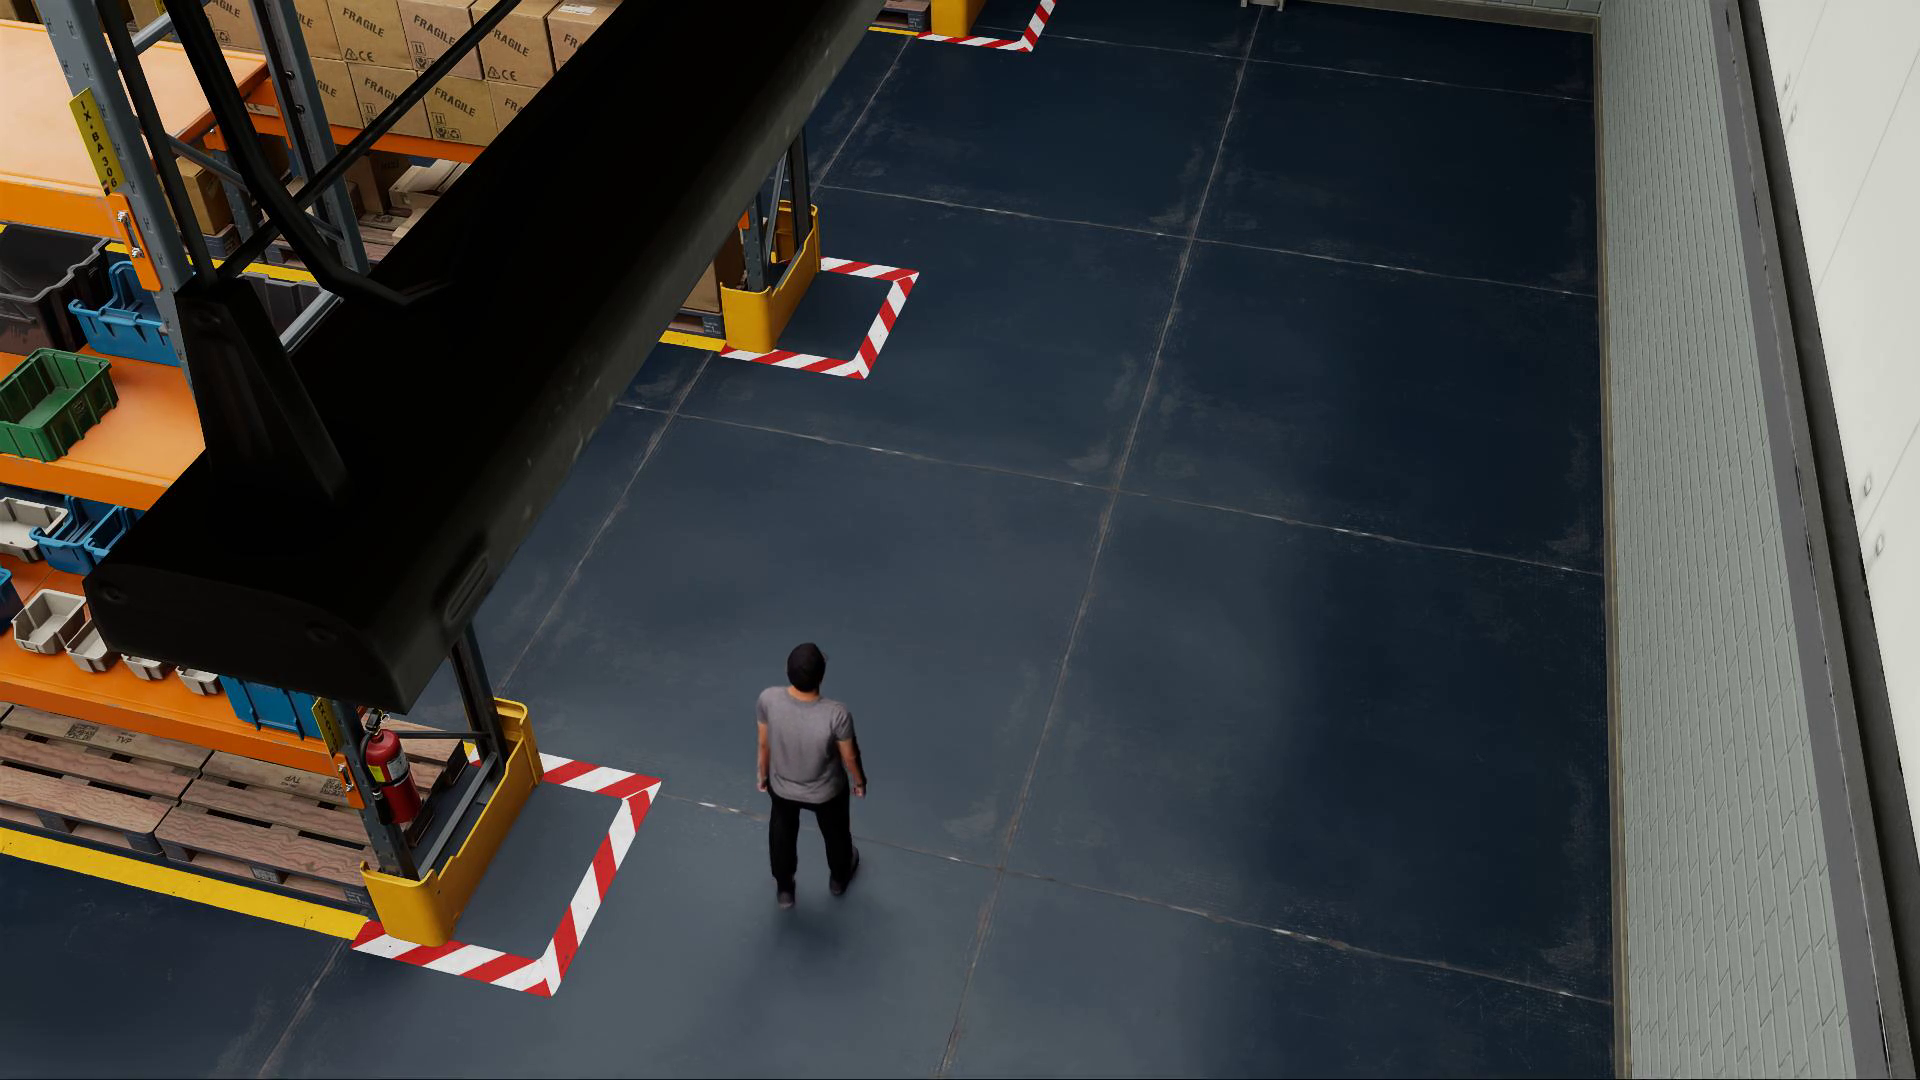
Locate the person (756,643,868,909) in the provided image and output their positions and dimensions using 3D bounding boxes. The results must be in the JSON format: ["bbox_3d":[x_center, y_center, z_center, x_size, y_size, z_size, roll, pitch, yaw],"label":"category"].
[{"bbox_3d":[-0.716,1.140,7.680,0.681,1.747,0.753,7,44,8],"label":"person"}]
